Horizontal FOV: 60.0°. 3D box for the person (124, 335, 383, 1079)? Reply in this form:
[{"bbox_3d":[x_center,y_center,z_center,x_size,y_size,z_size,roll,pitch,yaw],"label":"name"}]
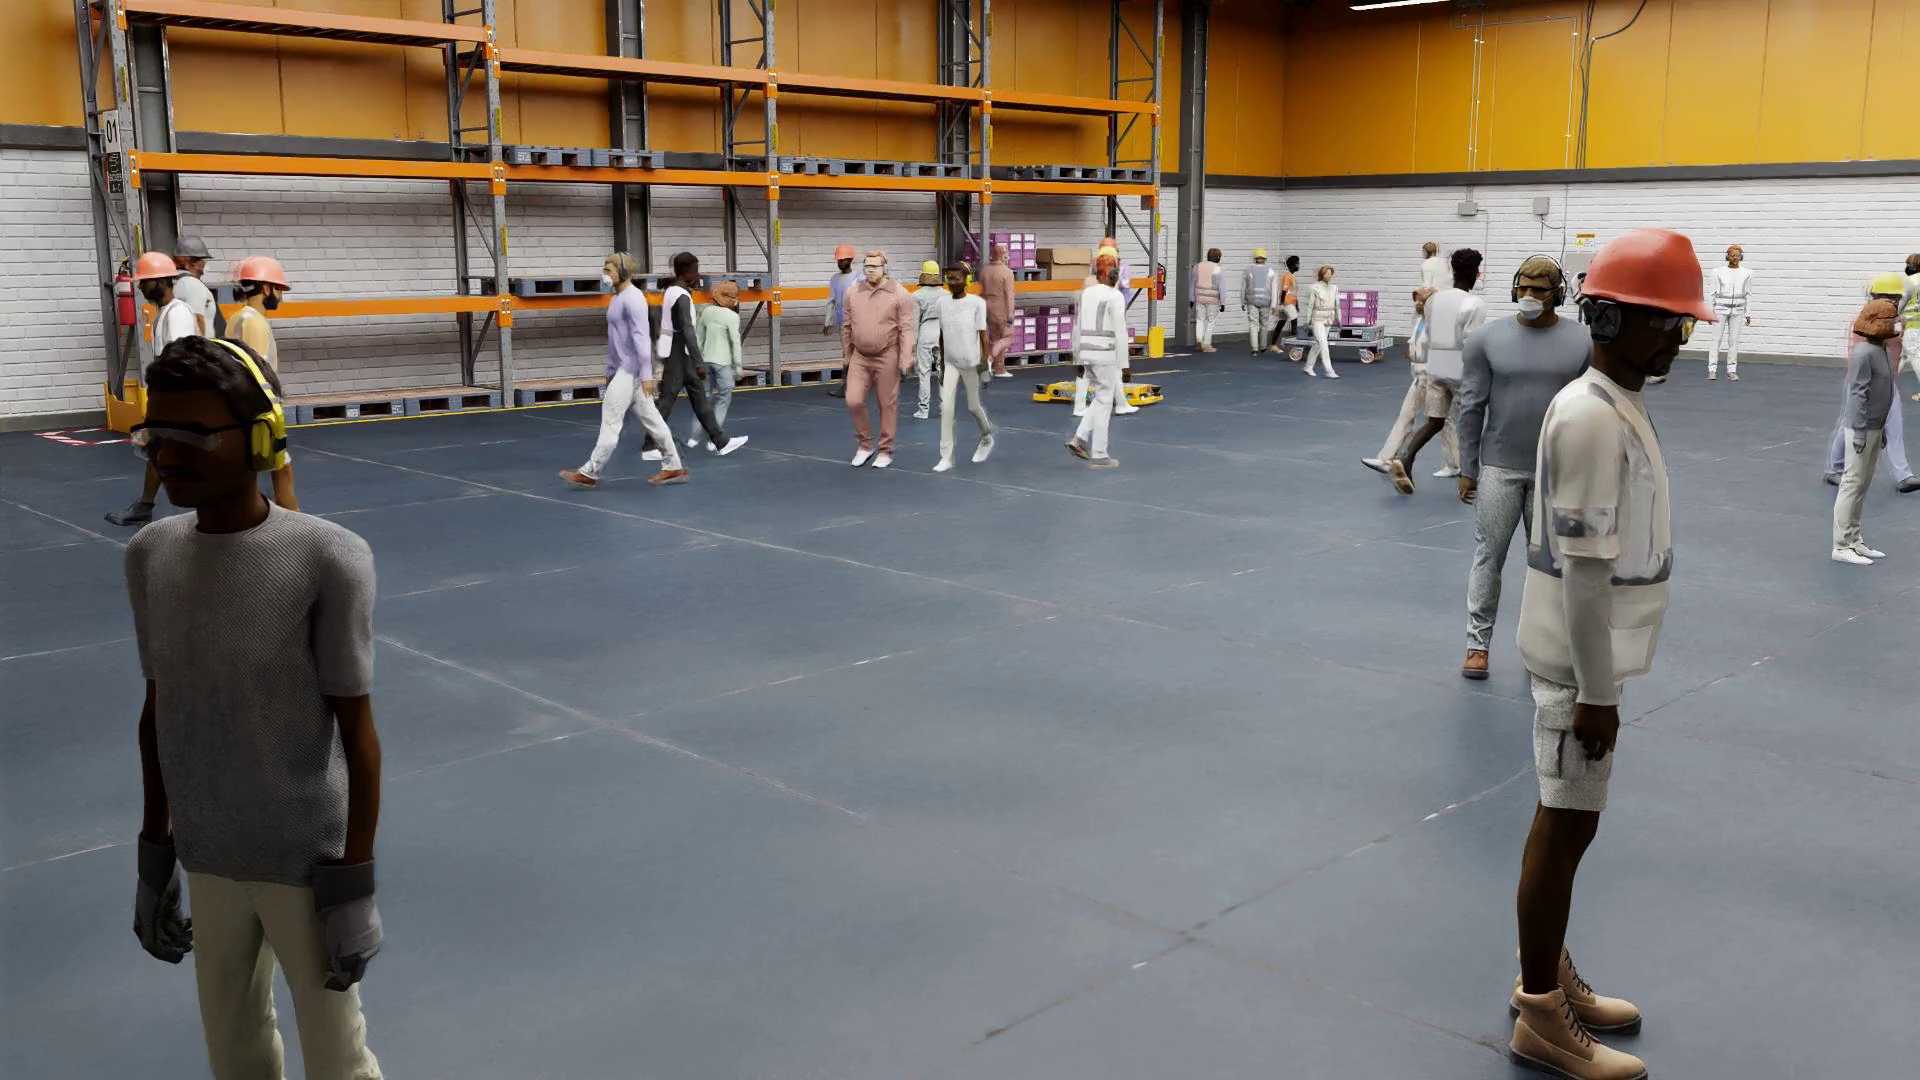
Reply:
[{"bbox_3d":[-1.226,0.573,2.912,0.509,1.864,0.331,3,11,17],"label":"person"}]

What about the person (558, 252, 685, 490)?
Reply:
[{"bbox_3d":[-2.699,-1.344,13.291,1.045,1.883,0.648,-4,11,-20],"label":"person"}]

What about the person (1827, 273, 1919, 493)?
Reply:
[{"bbox_3d":[7.253,-1.227,13.098,0.552,1.714,0.907,-3,11,-16],"label":"person"}]

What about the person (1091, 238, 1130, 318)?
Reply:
[{"bbox_3d":[2.159,-3.356,24.011,0.611,1.991,1.036,4,11,22],"label":"person"}]

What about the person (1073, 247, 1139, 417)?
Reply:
[{"bbox_3d":[1.631,-2.315,18.588,0.899,1.888,0.593,-7,13,-34],"label":"person"}]

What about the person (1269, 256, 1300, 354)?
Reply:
[{"bbox_3d":[5.654,-3.993,28.301,0.816,1.659,0.554,3,11,17],"label":"person"}]

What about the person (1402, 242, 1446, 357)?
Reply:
[{"bbox_3d":[7.605,-3.911,27.208,0.664,1.907,0.817,-10,14,-43],"label":"person"}]

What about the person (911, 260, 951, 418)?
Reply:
[{"bbox_3d":[-0.324,-2.223,18.480,0.487,1.744,0.295,-4,11,-21],"label":"person"}]

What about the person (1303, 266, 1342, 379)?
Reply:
[{"bbox_3d":[5.163,-3.108,23.716,0.530,1.592,0.893,-6,12,-29],"label":"person"}]

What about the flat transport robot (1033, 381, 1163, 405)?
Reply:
[{"bbox_3d":[1.668,-1.783,20.092,1.431,0.197,0.652,5,12,25],"label":"flat transport robot"}]

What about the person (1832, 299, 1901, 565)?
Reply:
[{"bbox_3d":[5.640,-0.674,10.322,0.280,1.636,0.500,9,14,41],"label":"person"}]

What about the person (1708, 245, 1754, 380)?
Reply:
[{"bbox_3d":[10.773,-3.175,23.291,0.574,1.883,0.355,2,11,11],"label":"person"}]

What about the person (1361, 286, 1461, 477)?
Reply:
[{"bbox_3d":[3.829,-1.302,13.854,0.853,1.588,0.535,-2,11,-10],"label":"person"}]

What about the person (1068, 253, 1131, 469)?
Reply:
[{"bbox_3d":[1.239,-1.557,14.499,0.423,1.869,0.620,-6,12,-30],"label":"person"}]

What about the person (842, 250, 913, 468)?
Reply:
[{"bbox_3d":[-0.746,-1.555,14.413,0.672,1.891,0.508,4,11,19],"label":"person"}]

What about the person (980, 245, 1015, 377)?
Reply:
[{"bbox_3d":[0.523,-3.215,23.504,0.645,1.890,0.649,-9,13,-39],"label":"person"}]

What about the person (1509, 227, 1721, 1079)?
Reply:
[{"bbox_3d":[1.557,0.281,4.023,0.394,2.038,0.605,5,11,24],"label":"person"}]

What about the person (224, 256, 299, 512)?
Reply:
[{"bbox_3d":[-4.199,-0.758,10.089,0.884,1.887,0.564,-7,13,-34],"label":"person"}]

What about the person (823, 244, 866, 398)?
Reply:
[{"bbox_3d":[-1.467,-2.714,20.722,0.574,1.896,0.909,8,13,37],"label":"person"}]

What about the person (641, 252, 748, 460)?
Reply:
[{"bbox_3d":[-2.429,-1.644,14.985,1.006,1.859,0.621,-2,11,-12],"label":"person"}]

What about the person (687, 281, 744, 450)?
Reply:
[{"bbox_3d":[-2.297,-1.644,15.713,0.584,1.596,0.416,8,13,37],"label":"person"}]

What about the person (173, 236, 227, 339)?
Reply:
[{"bbox_3d":[-6.601,-1.647,14.524,0.712,2.000,0.659,10,14,43],"label":"person"}]

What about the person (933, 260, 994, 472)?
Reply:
[{"bbox_3d":[0.064,-1.535,14.538,0.527,1.827,0.927,5,11,25],"label":"person"}]

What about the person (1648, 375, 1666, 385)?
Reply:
[{"bbox_3d":[9.226,-3.020,22.697,0.545,1.789,0.996,-4,11,-23],"label":"person"}]

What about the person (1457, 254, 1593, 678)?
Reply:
[{"bbox_3d":[2.580,-0.318,7.564,0.630,1.936,0.369,2,11,12],"label":"person"}]

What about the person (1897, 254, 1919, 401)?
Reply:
[{"bbox_3d":[11.732,-2.627,20.555,0.633,1.799,0.955,-7,12,-32],"label":"person"}]

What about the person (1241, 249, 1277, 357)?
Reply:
[{"bbox_3d":[5.027,-3.991,27.991,0.597,1.790,0.837,1,10,8],"label":"person"}]

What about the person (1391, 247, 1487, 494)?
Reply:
[{"bbox_3d":[3.767,-1.292,12.890,0.819,1.939,0.605,-7,12,-32],"label":"person"}]

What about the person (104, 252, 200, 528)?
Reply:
[{"bbox_3d":[-5.445,-0.997,11.347,0.914,1.894,0.566,-9,14,-41],"label":"person"}]

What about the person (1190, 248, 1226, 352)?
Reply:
[{"bbox_3d":[4.262,-4.116,28.654,0.673,1.805,0.593,7,12,33],"label":"person"}]
